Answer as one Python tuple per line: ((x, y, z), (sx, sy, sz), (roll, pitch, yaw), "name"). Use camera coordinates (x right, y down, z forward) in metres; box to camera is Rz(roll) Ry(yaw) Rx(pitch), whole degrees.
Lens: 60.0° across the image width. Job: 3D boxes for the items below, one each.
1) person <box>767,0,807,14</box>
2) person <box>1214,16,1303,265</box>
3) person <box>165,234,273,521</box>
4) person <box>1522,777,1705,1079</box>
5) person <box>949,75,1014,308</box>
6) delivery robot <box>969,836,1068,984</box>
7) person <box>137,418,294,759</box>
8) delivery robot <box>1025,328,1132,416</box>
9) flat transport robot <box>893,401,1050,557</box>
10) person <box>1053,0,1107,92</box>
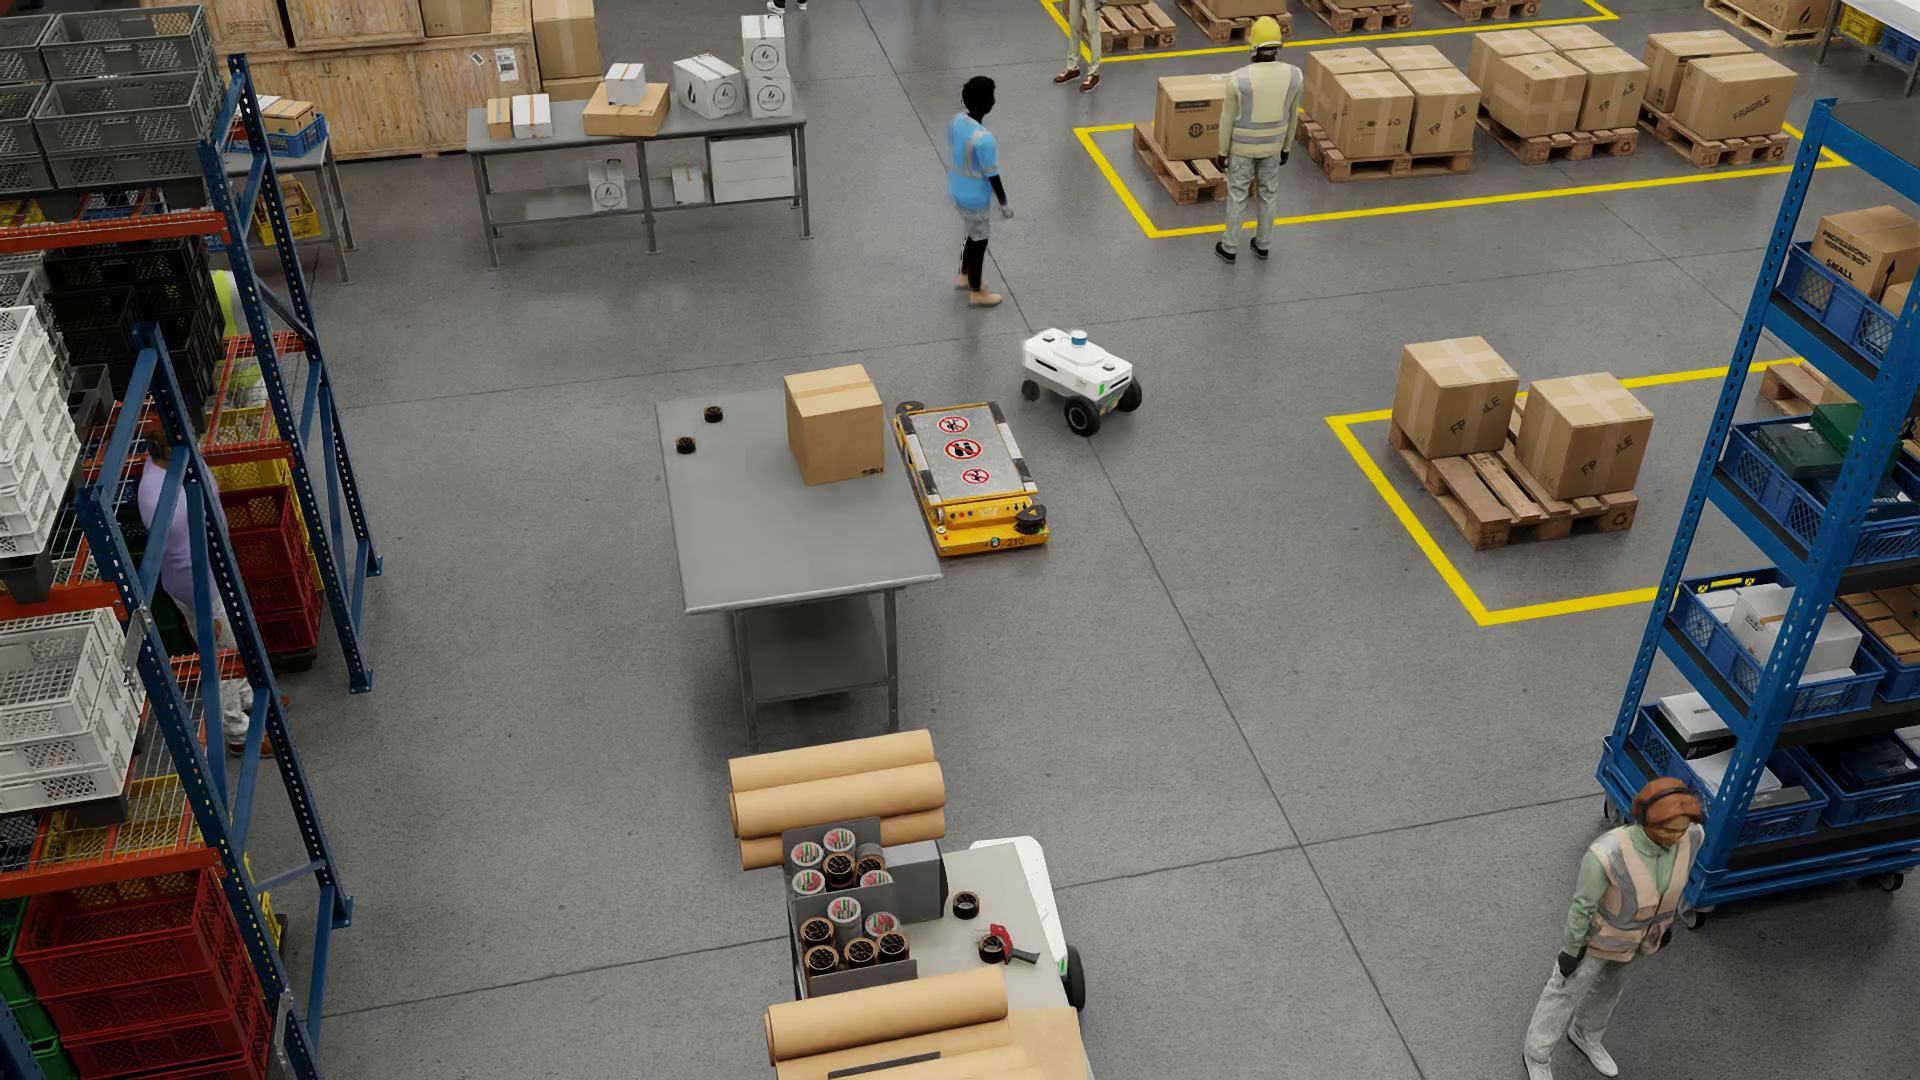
((-1.771, -6.225, 16.528), (0.591, 1.917, 0.379), (-15, 39, -19), "person")
((2.154, -2.895, 12.134), (0.581, 1.823, 0.403), (-7, 37, -10), "person")
((-4.190, -0.937, 9.485), (0.625, 1.844, 0.429), (-18, 40, -22), "person")
((2.507, 1.512, 6.360), (0.522, 1.636, 0.311), (-13, 39, -17), "person")
((0.130, -2.402, 11.577), (0.385, 1.692, 0.552), (-11, 38, -15), "person")
((0.233, 1.591, 7.081), (0.477, 0.478, 0.707), (-5, 37, -6), "delivery robot")
((-3.563, 0.192, 7.888), (0.376, 1.937, 0.629), (-9, 38, -12), "person")
((0.756, -1.118, 10.721), (0.707, 0.478, 0.477), (31, 46, 34), "delivery robot")
((0.046, -0.430, 10.108), (0.652, 0.197, 1.431), (-8, 37, -10), "flat transport robot")
((1.110, -4.980, 14.890), (0.521, 1.876, 0.325), (28, 45, 32), "person")
